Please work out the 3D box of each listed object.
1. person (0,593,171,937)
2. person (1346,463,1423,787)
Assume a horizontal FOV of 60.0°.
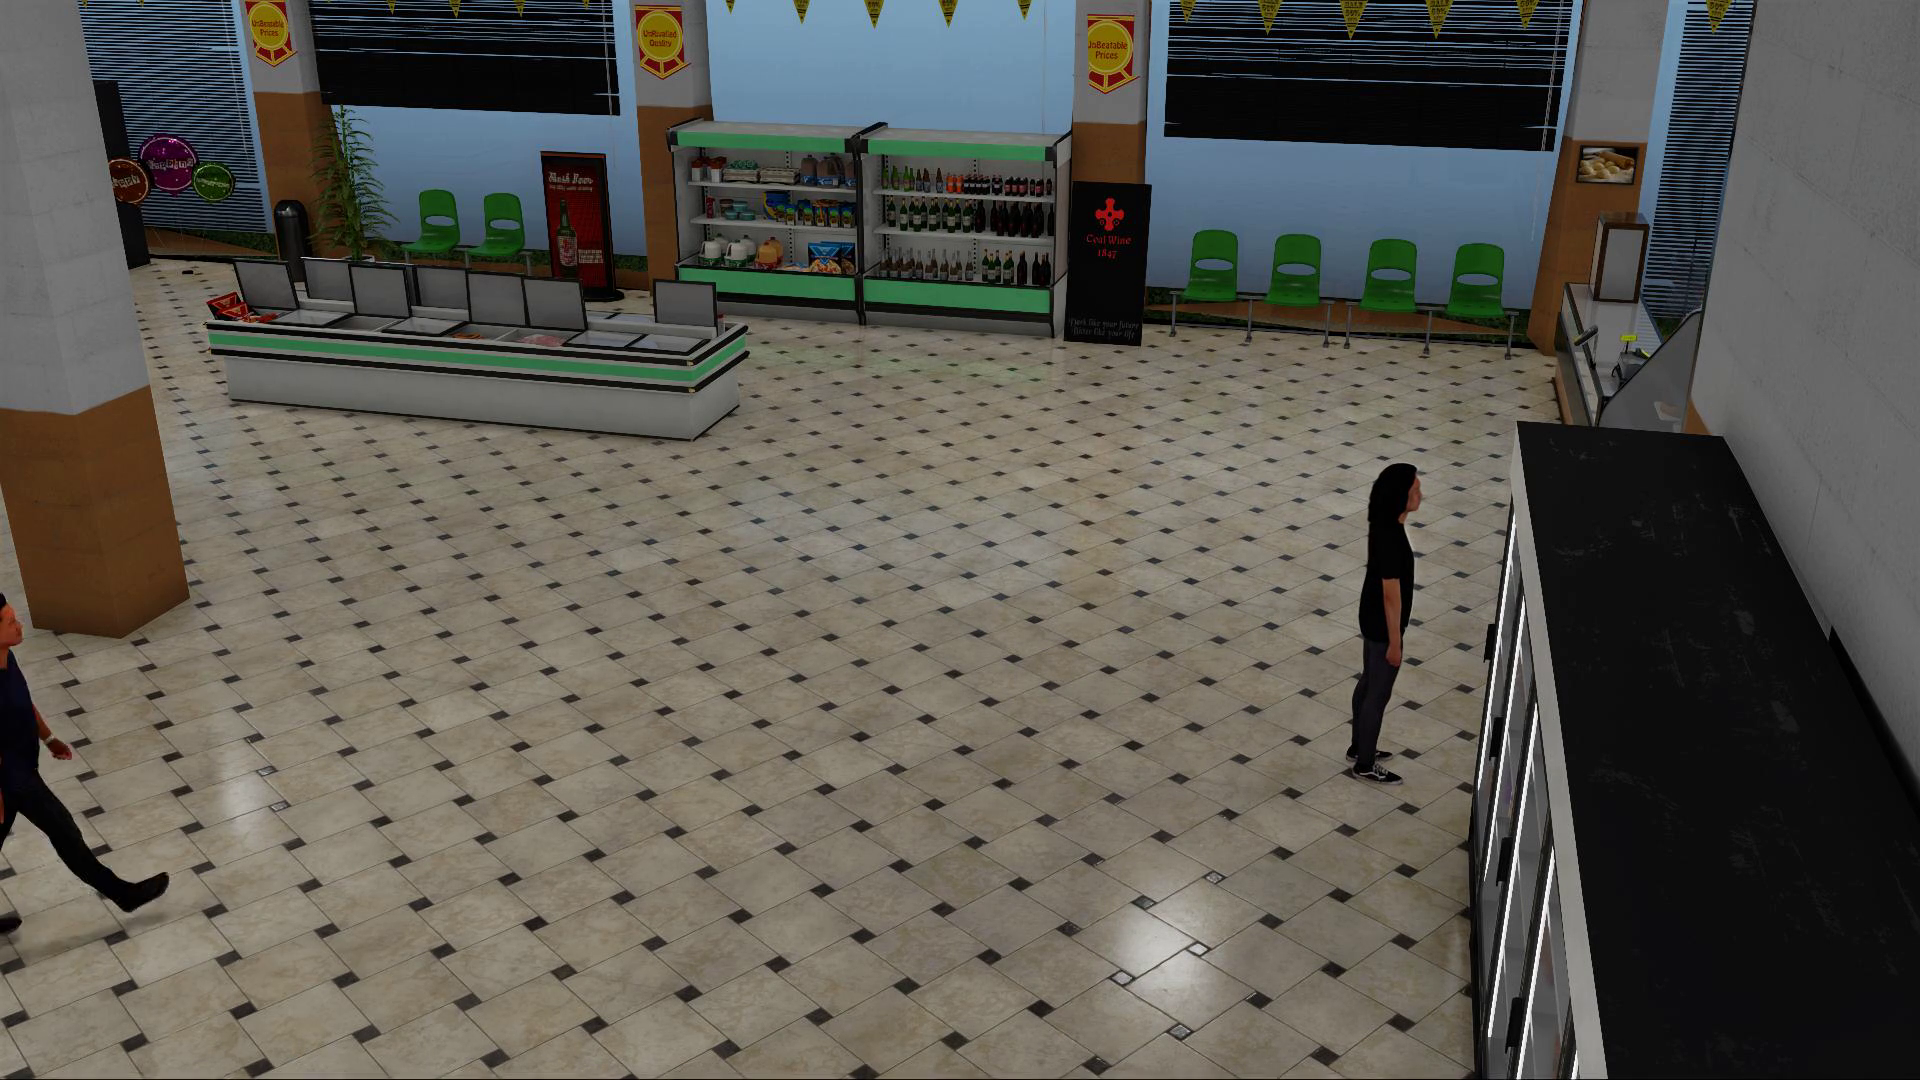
[{"bbox_3d":[-4.442,1.102,7.605,1.209,1.724,1.132,-12,25,-27],"label":"person"},{"bbox_3d":[2.313,0.440,9.106,0.596,1.834,0.671,2,22,4],"label":"person"}]
